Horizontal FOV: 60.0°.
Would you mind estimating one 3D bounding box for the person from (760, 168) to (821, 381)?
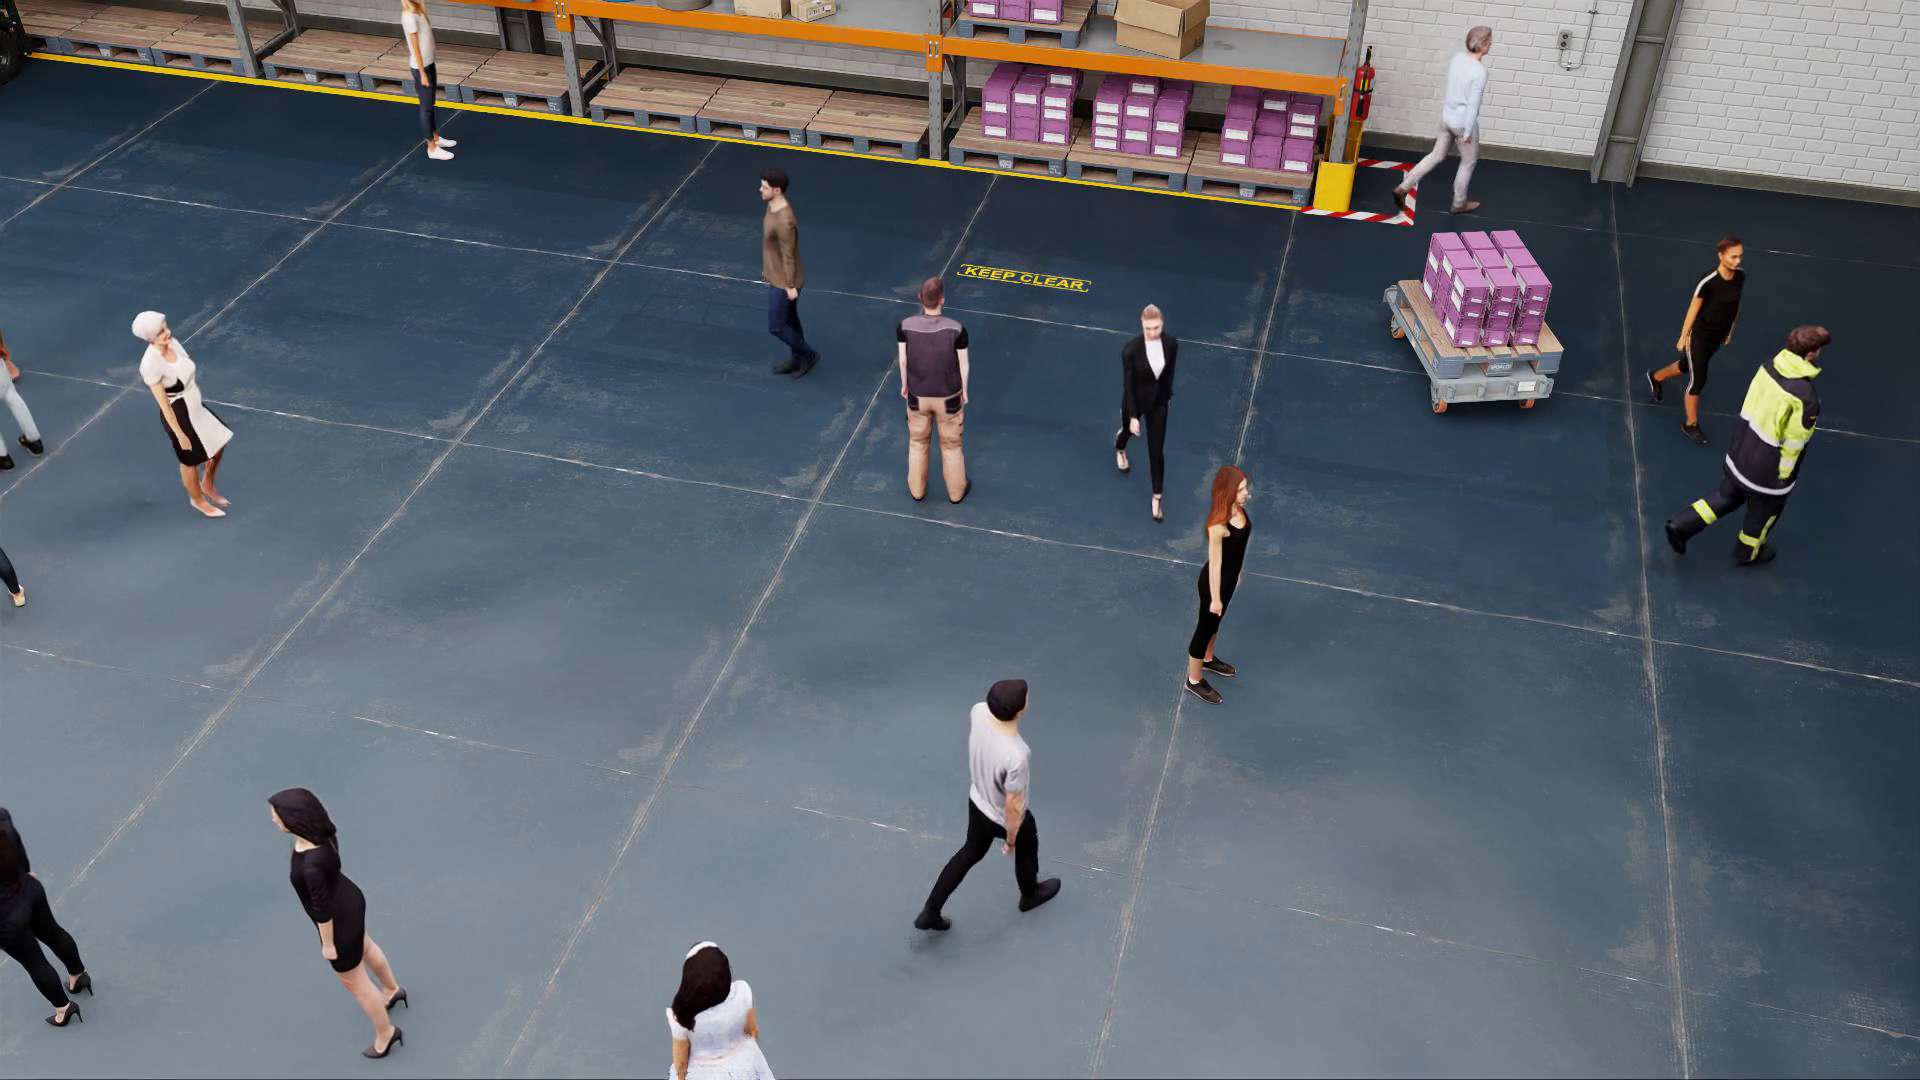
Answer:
[{"bbox_3d":[-1.331,-2.137,13.371,0.806,1.877,0.776,-9,39,-11],"label":"person"}]

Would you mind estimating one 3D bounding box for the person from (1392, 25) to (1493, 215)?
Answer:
[{"bbox_3d":[4.580,-3.880,15.563,1.247,1.864,1.100,-14,41,-17],"label":"person"}]

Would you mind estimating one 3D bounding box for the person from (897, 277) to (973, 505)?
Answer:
[{"bbox_3d":[-0.190,-1.080,12.076,0.526,1.841,0.744,7,39,9],"label":"person"}]

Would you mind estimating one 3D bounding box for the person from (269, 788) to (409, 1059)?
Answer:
[{"bbox_3d":[-3.110,1.916,8.359,0.668,1.798,0.669,-7,39,-9],"label":"person"}]

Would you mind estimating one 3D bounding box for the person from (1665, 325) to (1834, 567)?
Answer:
[{"bbox_3d":[5.440,-0.606,11.386,1.233,1.962,1.063,-7,39,-9],"label":"person"}]

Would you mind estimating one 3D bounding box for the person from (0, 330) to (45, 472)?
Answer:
[{"bbox_3d":[-7.375,-1.366,12.457,0.655,1.812,0.686,24,44,27],"label":"person"}]

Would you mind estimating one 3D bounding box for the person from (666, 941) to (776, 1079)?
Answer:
[{"bbox_3d":[-1.050,2.522,7.592,0.935,1.808,0.978,-15,41,-18],"label":"person"}]

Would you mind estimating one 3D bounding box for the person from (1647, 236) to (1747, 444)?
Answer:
[{"bbox_3d":[5.746,-1.636,12.933,1.062,1.641,1.041,-14,41,-17],"label":"person"}]

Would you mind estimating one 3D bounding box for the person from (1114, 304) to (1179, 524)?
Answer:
[{"bbox_3d":[1.297,-1.009,12.140,1.157,1.650,1.053,-11,40,-13],"label":"person"}]

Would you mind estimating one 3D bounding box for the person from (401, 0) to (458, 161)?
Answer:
[{"bbox_3d":[-5.388,-4.733,16.677,0.626,1.809,0.653,-3,39,-4],"label":"person"}]

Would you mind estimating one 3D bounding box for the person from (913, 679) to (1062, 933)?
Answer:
[{"bbox_3d":[0.121,1.461,8.896,1.218,1.839,1.189,-23,44,-26],"label":"person"}]

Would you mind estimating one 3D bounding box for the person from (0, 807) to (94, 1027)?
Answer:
[{"bbox_3d":[-4.828,1.864,8.494,0.552,1.712,0.615,2,39,3],"label":"person"}]

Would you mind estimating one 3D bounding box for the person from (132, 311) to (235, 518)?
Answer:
[{"bbox_3d":[-5.640,-0.877,11.902,0.726,1.741,0.706,2,39,3],"label":"person"}]

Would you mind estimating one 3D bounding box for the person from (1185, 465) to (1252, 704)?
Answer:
[{"bbox_3d":[1.633,0.250,10.503,0.561,1.726,0.600,17,42,20],"label":"person"}]
